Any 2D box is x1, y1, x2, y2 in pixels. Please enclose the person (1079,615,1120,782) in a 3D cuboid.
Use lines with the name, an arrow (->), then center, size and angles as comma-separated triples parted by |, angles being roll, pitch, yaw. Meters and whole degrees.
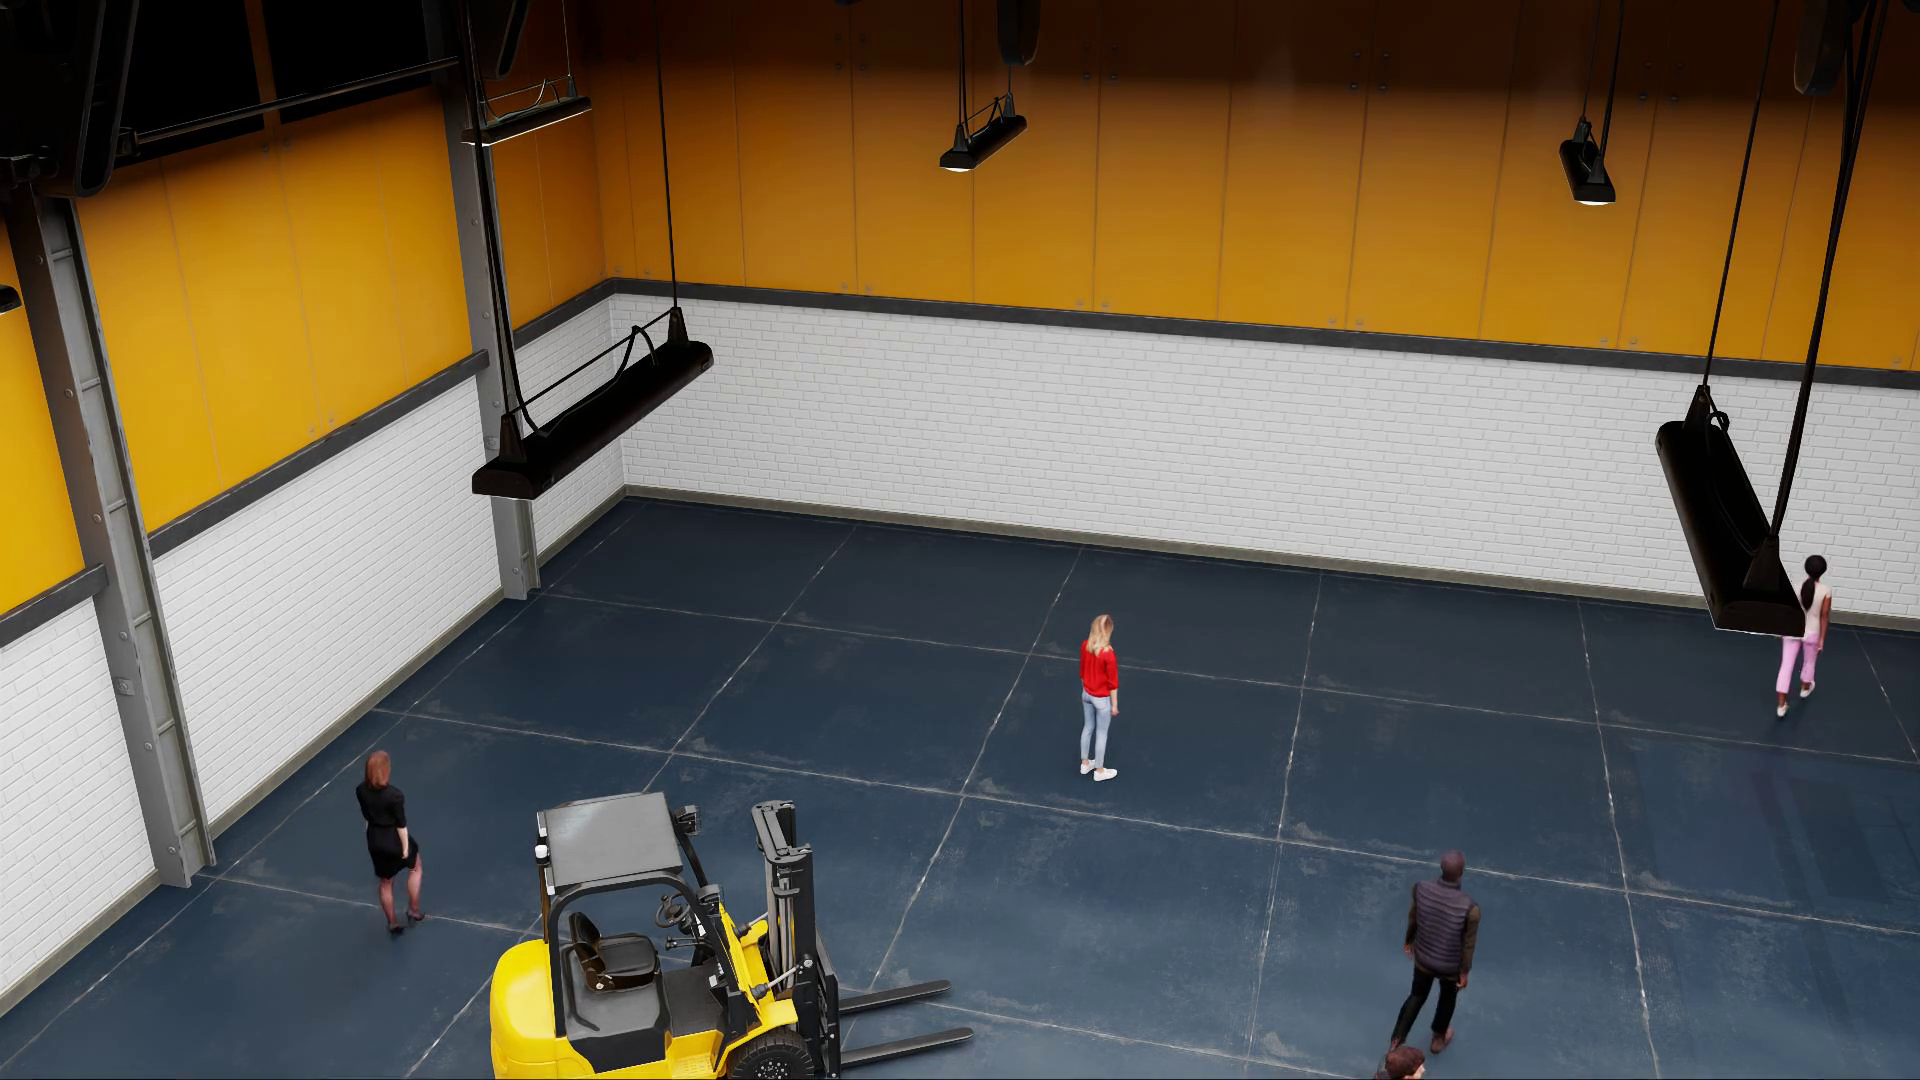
person -> 1.318, 1.496, 15.887 | 0.703, 1.704, 0.691 | -19, 30, -36

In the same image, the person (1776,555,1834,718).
person -> 8.580, 1.010, 16.991 | 0.836, 1.711, 1.103 | 16, 28, 33

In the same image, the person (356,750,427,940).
person -> -4.696, 2.525, 13.546 | 0.604, 1.694, 0.625 | 4, 24, 9

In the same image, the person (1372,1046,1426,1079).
person -> 2.618, 3.882, 10.264 | 0.833, 1.836, 0.627 | -1, 24, -2

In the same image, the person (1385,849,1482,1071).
person -> 3.430, 3.098, 12.089 | 1.002, 1.810, 1.225 | 18, 30, 36
